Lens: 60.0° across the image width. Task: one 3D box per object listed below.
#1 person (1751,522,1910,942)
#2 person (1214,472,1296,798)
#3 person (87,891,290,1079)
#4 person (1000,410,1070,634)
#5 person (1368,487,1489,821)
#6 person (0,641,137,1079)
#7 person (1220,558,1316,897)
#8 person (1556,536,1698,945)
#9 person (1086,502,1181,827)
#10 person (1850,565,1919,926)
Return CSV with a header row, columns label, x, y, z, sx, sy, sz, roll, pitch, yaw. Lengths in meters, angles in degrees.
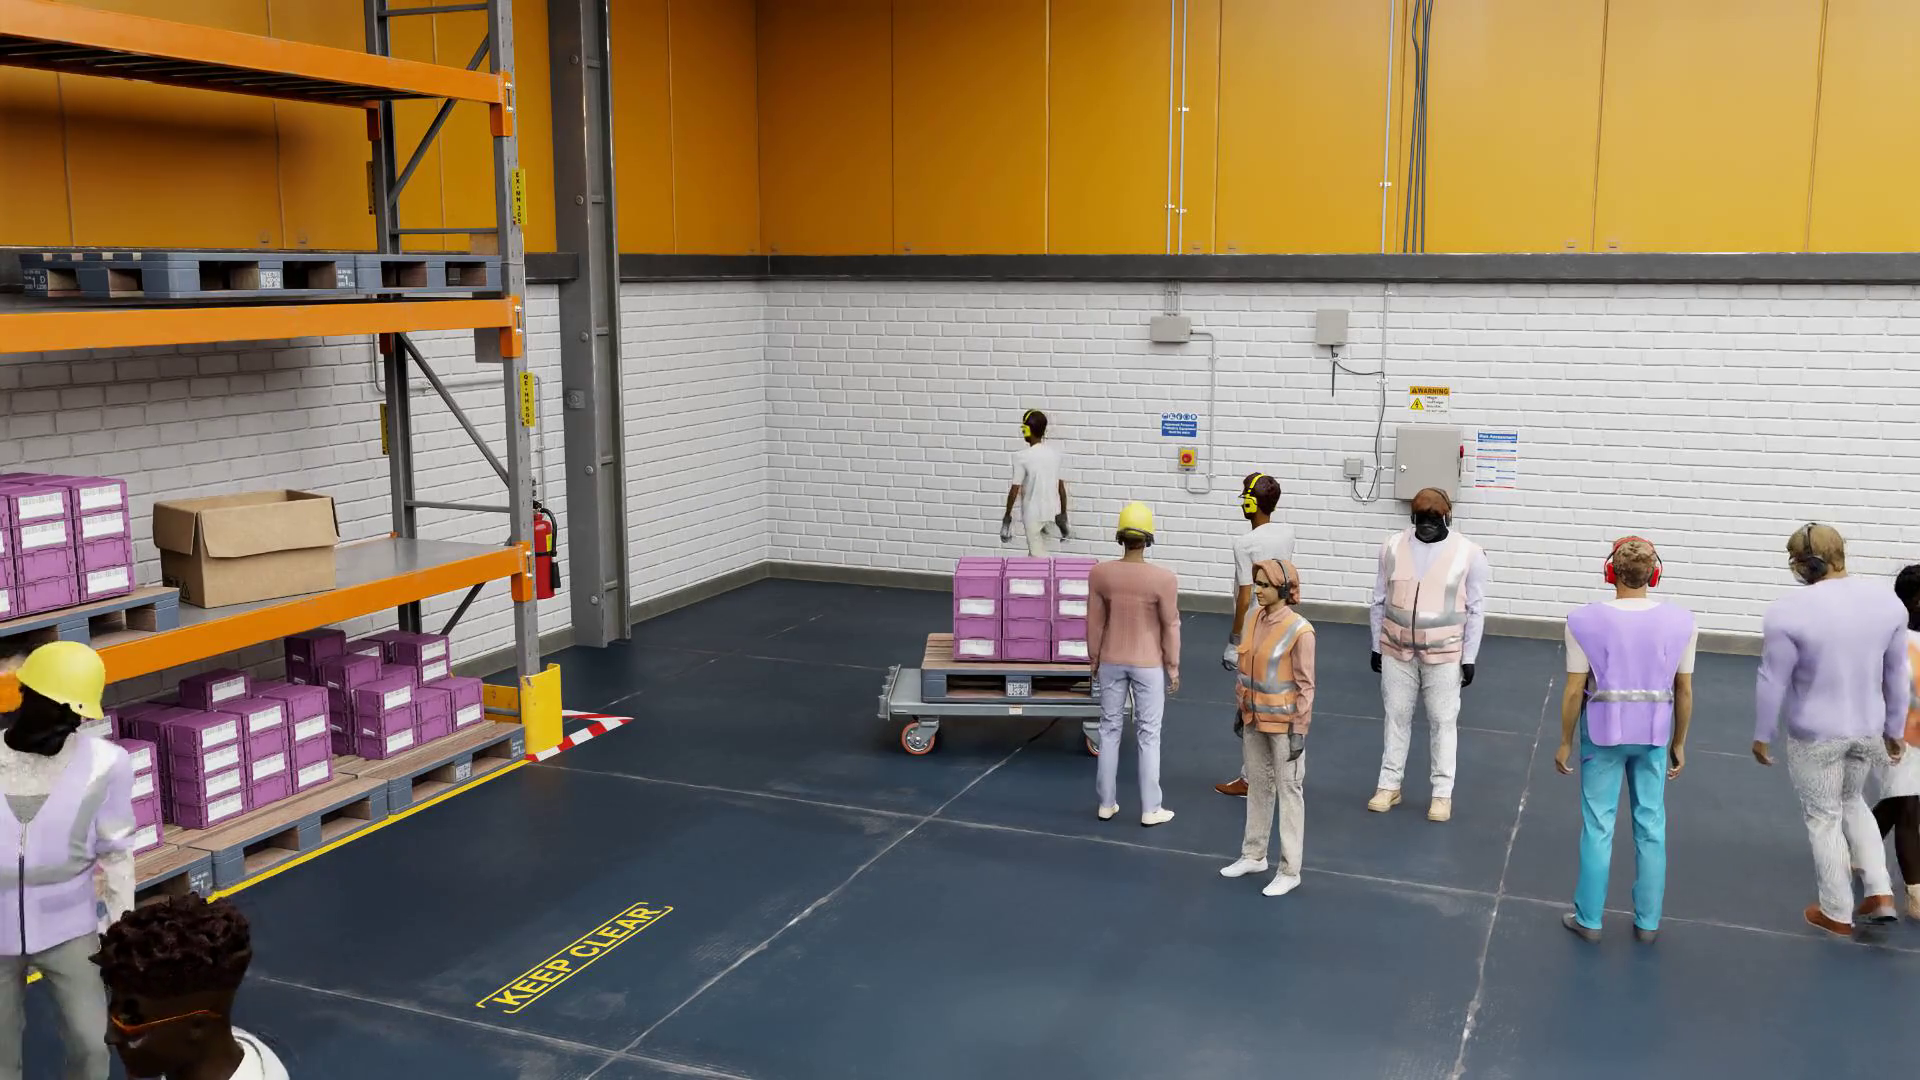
label,x,y,z,sx,sy,sz,roll,pitch,yaw
person,3.895,0.869,7.470,0.660,1.895,0.412,-1,9,-7
person,1.691,0.549,9.507,0.513,1.862,0.328,-9,13,-44
person,-1.399,1.572,3.113,0.869,1.930,0.608,-5,10,-26
person,0.561,-0.166,13.890,0.562,1.837,0.845,-7,12,-38
person,2.551,0.618,9.157,0.624,1.840,0.429,6,11,30
person,-2.985,1.246,5.249,0.734,1.878,0.387,-4,10,-24
person,1.515,0.895,8.069,0.309,1.641,0.513,-5,11,-29
person,2.955,0.902,7.407,0.563,1.847,0.390,1,9,5
person,0.946,0.673,9.036,0.533,1.768,0.313,5,10,26
person,4.485,0.927,7.827,0.539,1.658,0.783,-2,10,-15
